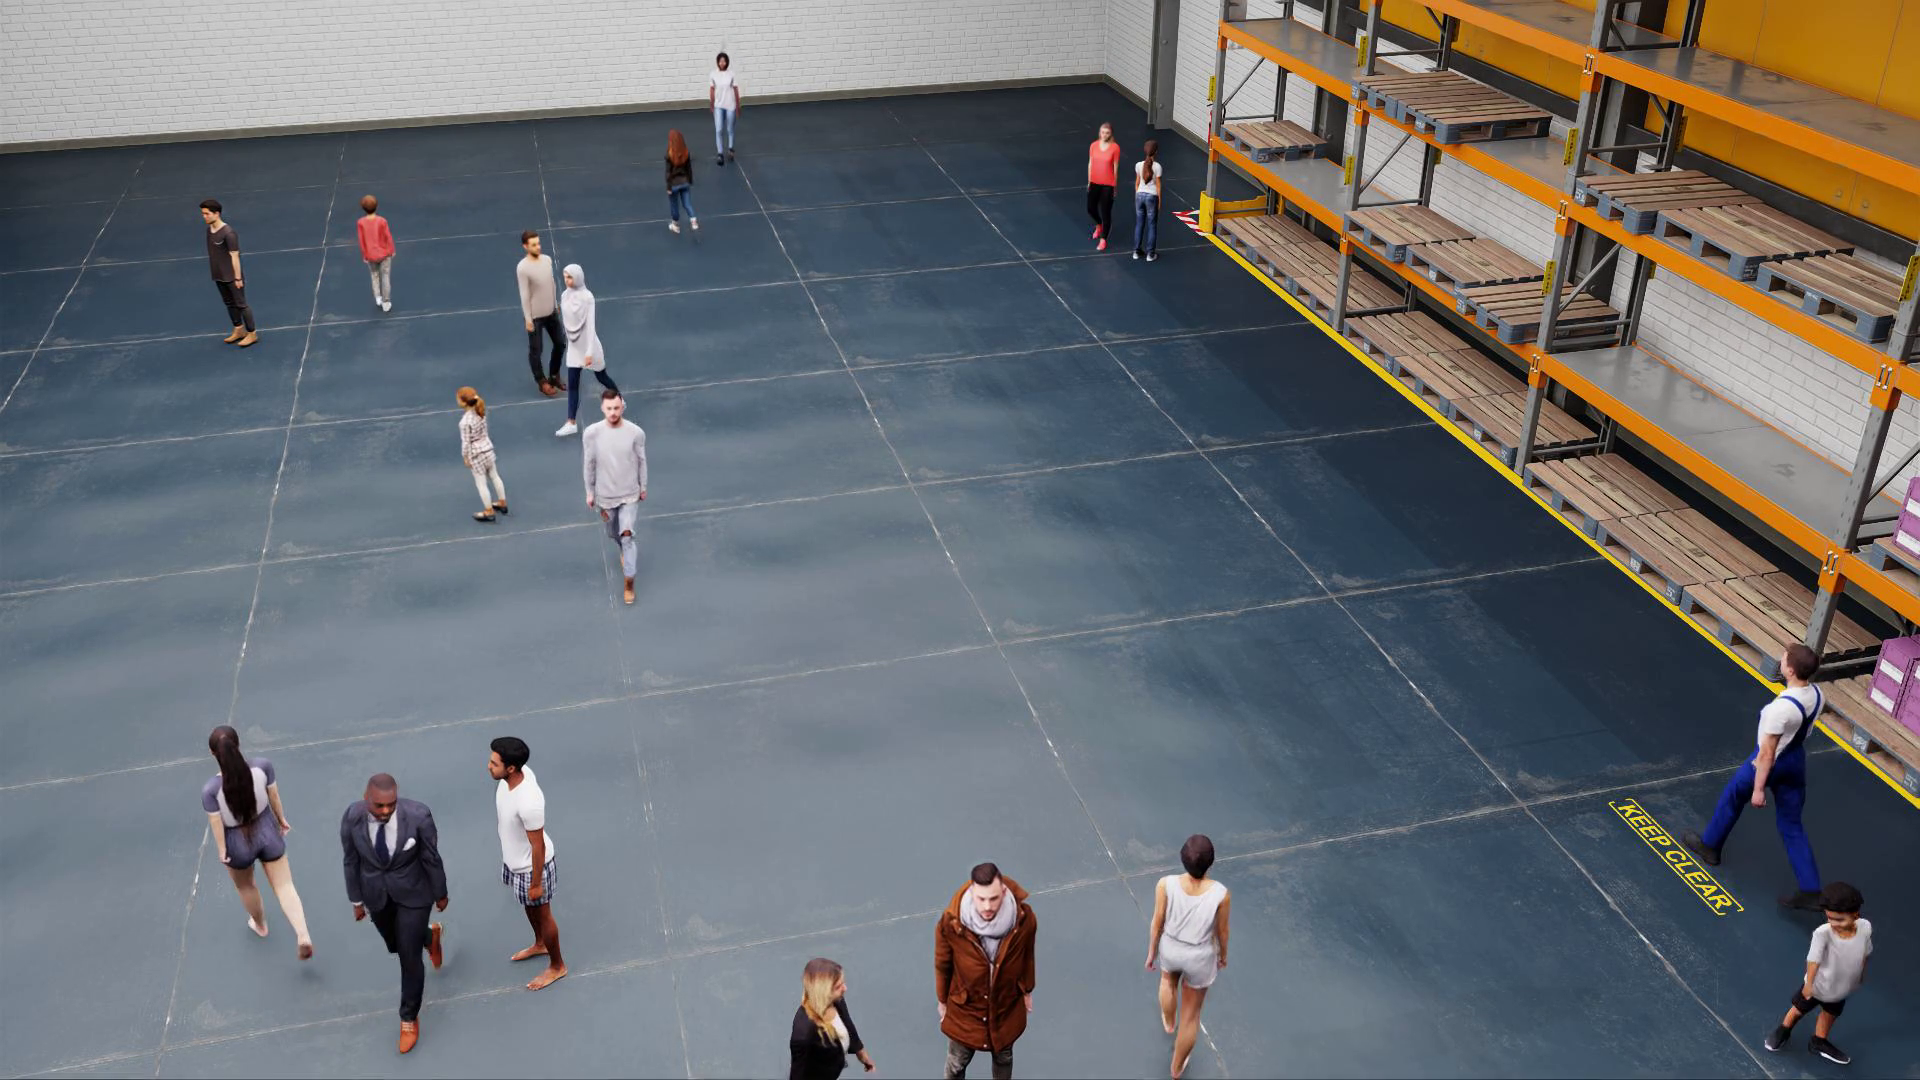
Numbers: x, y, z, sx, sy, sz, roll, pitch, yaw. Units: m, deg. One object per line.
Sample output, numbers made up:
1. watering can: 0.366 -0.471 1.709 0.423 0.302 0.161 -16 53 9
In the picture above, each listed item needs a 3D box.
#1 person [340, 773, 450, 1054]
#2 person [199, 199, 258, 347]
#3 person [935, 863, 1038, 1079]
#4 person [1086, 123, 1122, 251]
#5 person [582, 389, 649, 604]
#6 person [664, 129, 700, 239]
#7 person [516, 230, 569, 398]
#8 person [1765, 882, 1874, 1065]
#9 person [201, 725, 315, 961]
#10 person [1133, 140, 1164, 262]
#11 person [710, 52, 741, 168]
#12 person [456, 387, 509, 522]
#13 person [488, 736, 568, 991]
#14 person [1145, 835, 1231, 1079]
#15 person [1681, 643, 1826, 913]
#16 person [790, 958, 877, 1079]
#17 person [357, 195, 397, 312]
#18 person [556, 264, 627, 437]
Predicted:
1. person: -3.218 2.018 9.617 0.879 1.786 1.144 1 29 1
2. person: -8.376 -3.075 19.034 0.675 1.711 0.752 19 34 31
3. person: 0.128 2.442 8.789 0.708 1.837 0.686 -6 29 -11
4. person: 1.936 -4.711 22.063 0.806 1.682 0.875 14 31 24
5. person: -2.914 -0.441 14.095 0.825 1.815 1.166 -2 29 -4
6. person: -3.760 -4.790 22.437 0.773 1.463 1.008 -19 34 -30
7. person: -4.522 -2.418 17.680 0.833 1.854 0.791 18 33 30
8. person: 4.972 2.442 9.411 0.634 1.240 0.553 -9 30 -16
9. person: -4.233 1.866 10.068 0.864 1.622 1.053 -23 36 -36
10. person: 2.448 -4.442 21.694 0.623 1.563 0.684 16 32 26
11. person: -3.604 -6.641 25.601 0.745 1.681 1.147 -2 29 -3
12. person: -4.410 -0.808 15.305 0.666 1.302 0.585 11 31 20
13. person: -2.575 1.887 9.913 0.743 1.735 0.569 -16 33 -27
14. person: 1.241 2.346 9.219 0.795 1.592 0.885 9 30 15
15. person: 5.235 1.522 10.506 0.791 1.807 1.334 -12 31 -21
16. person: -0.813 2.761 8.438 0.995 1.612 1.090 5 29 9
17. person: -7.011 -3.426 19.997 0.565 1.404 0.632 -3 29 -5
18. person: -3.752 -1.962 16.967 1.122 1.736 1.187 16 32 26
